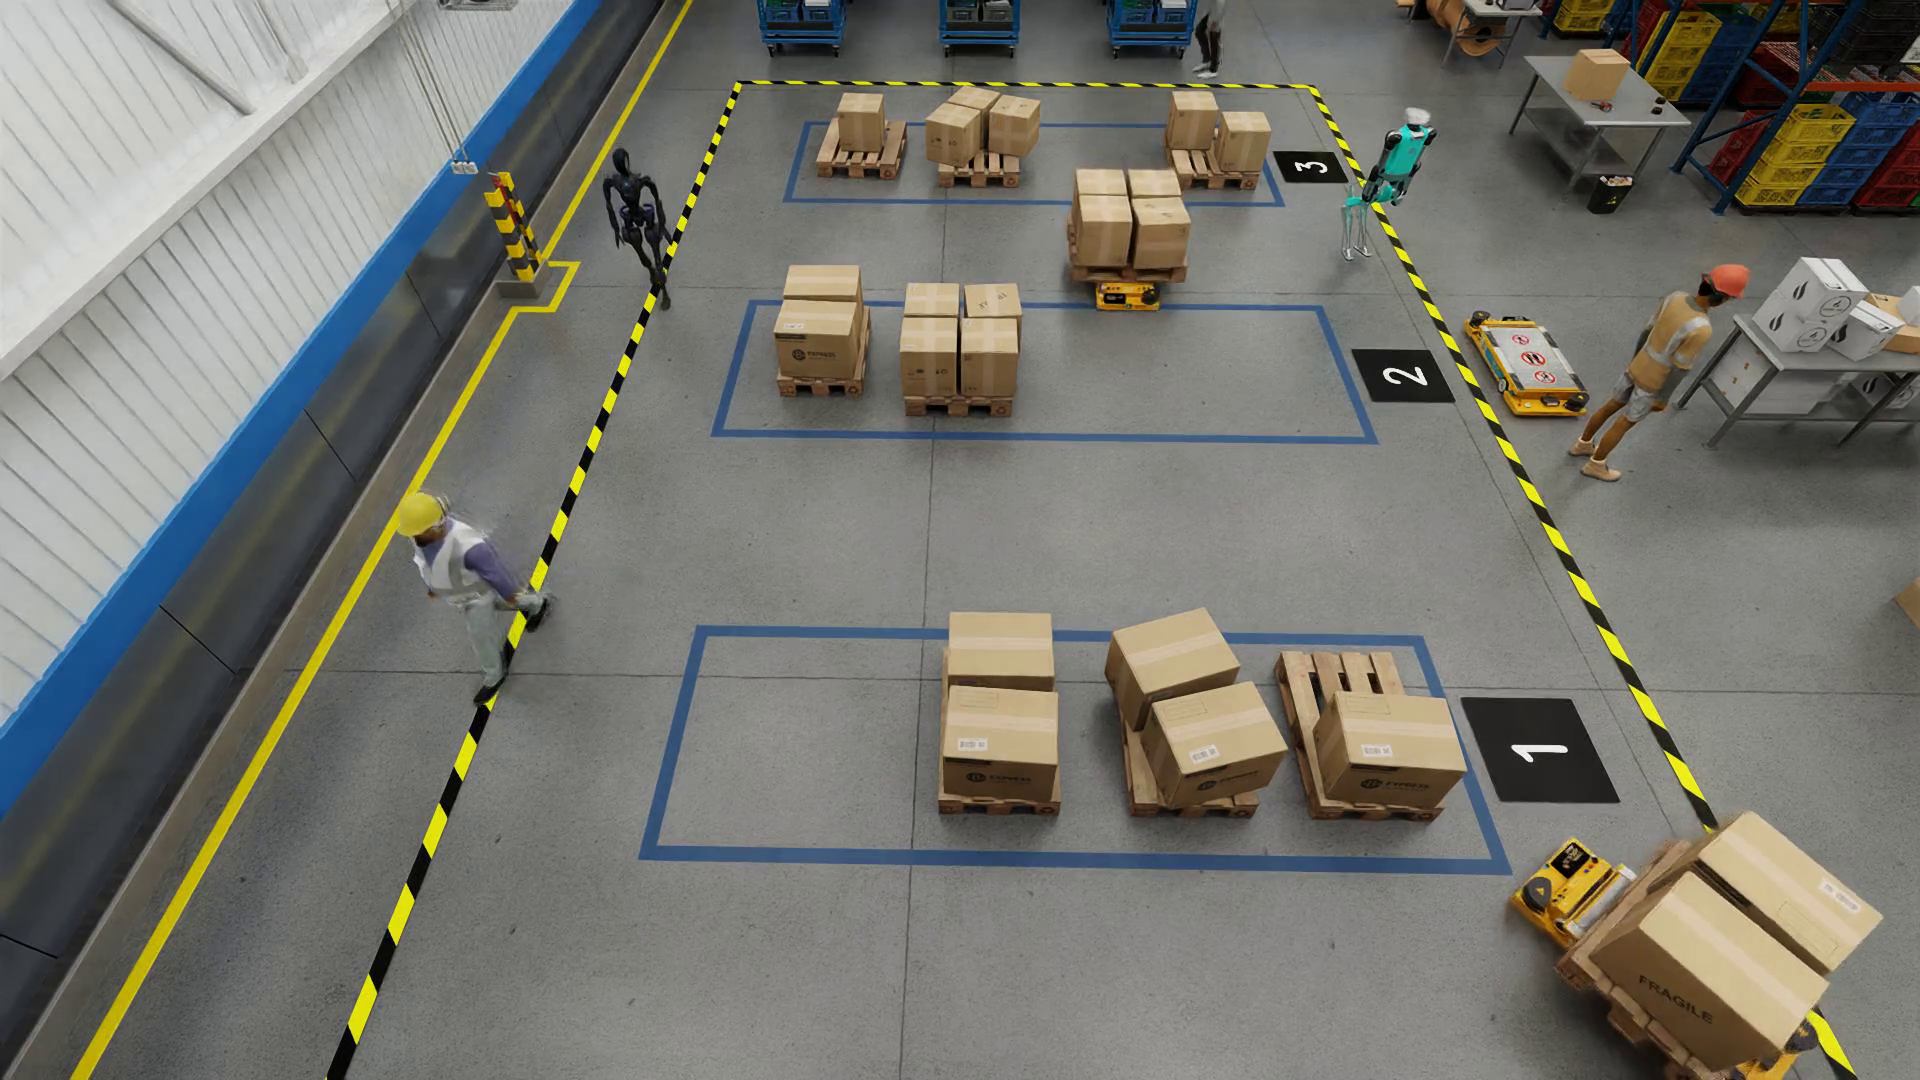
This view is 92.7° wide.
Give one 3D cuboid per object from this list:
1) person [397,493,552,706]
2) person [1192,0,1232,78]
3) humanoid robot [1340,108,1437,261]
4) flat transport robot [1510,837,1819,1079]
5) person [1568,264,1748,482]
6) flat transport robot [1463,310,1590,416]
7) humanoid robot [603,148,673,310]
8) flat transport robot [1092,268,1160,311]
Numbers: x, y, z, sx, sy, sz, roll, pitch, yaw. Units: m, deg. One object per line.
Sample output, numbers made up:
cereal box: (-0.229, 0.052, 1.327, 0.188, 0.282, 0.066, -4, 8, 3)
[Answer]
person: (-3.345, 0.275, 6.288, 0.588, 1.791, 0.910, 23, 53, 19)
person: (3.620, -7.520, 13.007, 0.508, 1.831, 0.614, 2, 49, 2)
humanoid robot: (4.466, -3.854, 9.809, 0.533, 1.677, 0.735, -11, 50, -9)
flat transport robot: (4.089, 2.477, 5.371, 0.652, 0.197, 1.431, -28, 55, -22)
person: (5.712, -1.356, 7.541, 0.391, 2.035, 0.604, 4, 49, 4)
flat transport robot: (5.573, -1.757, 9.054, 0.659, 0.231, 1.431, 1, 49, 1)
humanoid robot: (-3.289, -3.249, 9.446, 0.587, 1.638, 0.762, -7, 50, -6)
flat transport robot: (1.801, -3.038, 10.145, 0.652, 0.197, 1.431, 1, 49, 1)
